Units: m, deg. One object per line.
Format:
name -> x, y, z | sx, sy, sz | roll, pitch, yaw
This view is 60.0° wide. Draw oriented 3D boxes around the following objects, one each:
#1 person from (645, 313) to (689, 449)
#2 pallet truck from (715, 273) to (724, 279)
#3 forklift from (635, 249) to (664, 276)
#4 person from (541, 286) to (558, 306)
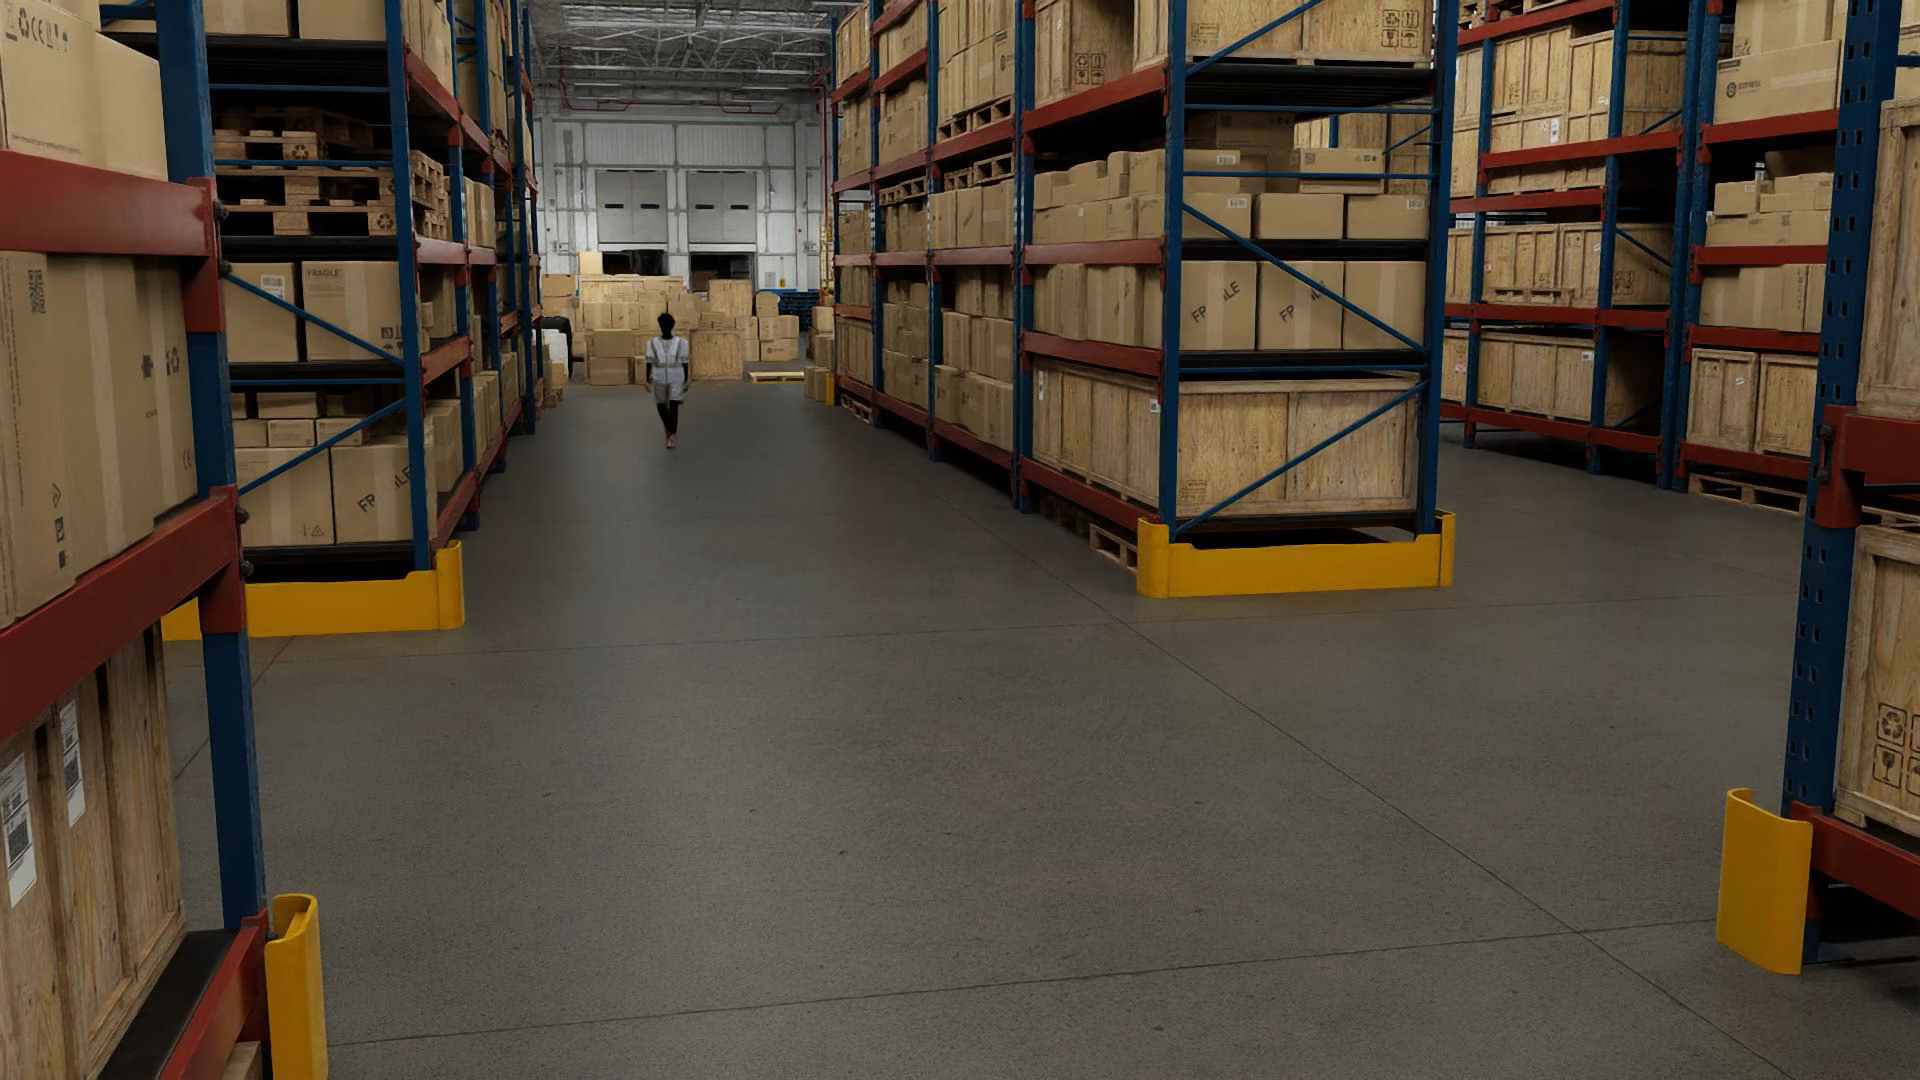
person -> -3.615, -1.983, 20.599 | 0.536, 1.668, 0.757 | 0, 9, -1
pallet truck -> -8.580, -8.986, 62.280 | 1.885, 1.965, 0.823 | 1, 9, 5
forklift -> -10.500, -8.463, 56.408 | 1.129, 2.768, 1.873 | -7, 12, -38
person -> -14.523, -8.385, 58.829 | 0.595, 1.925, 0.374 | -2, 9, -11
